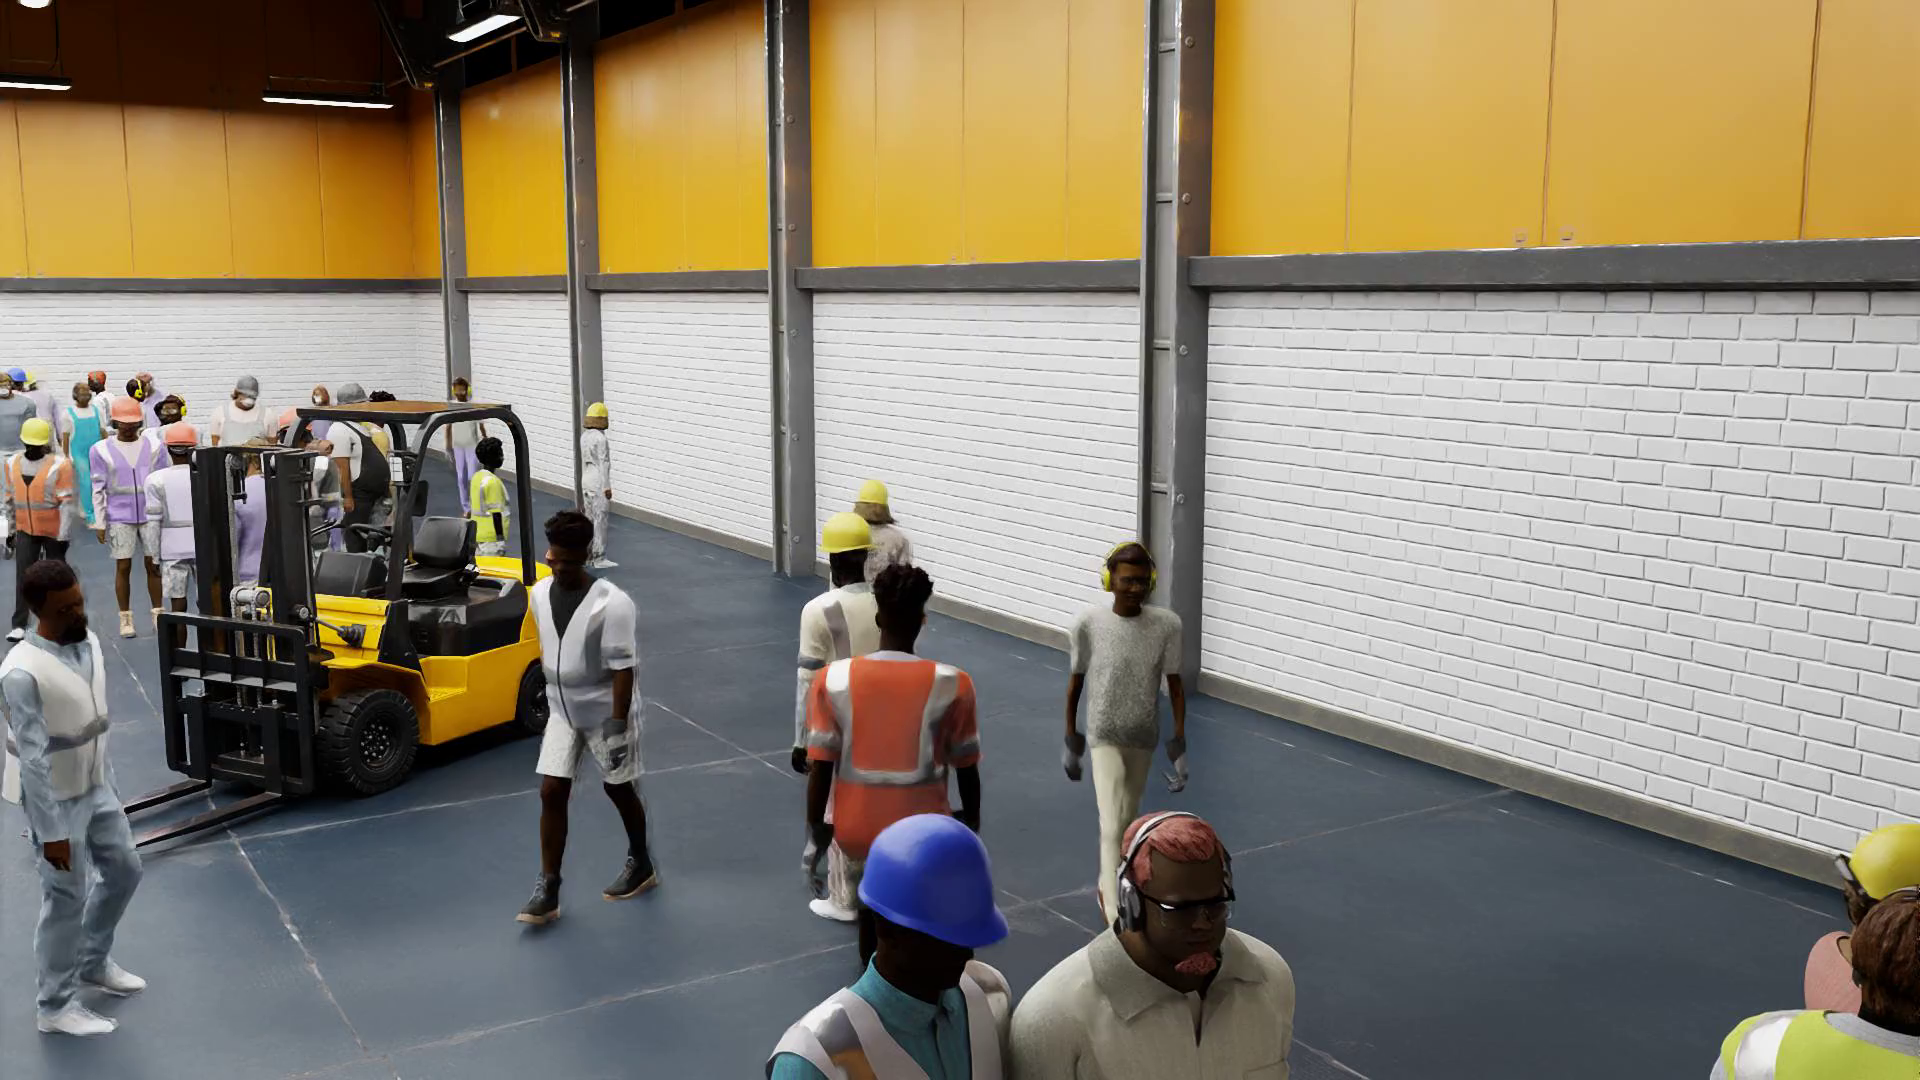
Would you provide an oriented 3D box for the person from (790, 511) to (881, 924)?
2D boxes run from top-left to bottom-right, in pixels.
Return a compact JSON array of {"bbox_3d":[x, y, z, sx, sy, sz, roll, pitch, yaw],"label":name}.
[{"bbox_3d":[-0.468,0.824,7.490,0.593,1.910,0.520,-8,12,-43],"label":"person"}]

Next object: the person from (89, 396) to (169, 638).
[{"bbox_3d":[-6.912,-0.189,13.926,0.611,2.032,0.410,-7,11,-37],"label":"person"}]

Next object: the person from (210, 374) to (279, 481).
[{"bbox_3d":[-7.758,-0.812,18.078,0.704,2.000,0.542,-4,9,-24],"label":"person"}]

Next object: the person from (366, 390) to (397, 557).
[{"bbox_3d":[-5.607,-0.473,16.112,0.387,1.952,0.610,-5,10,-32],"label":"person"}]

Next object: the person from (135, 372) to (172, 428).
[{"bbox_3d":[-10.393,-1.209,21.332,0.632,1.860,0.908,-3,9,-21],"label":"person"}]

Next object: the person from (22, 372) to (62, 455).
[{"bbox_3d":[-12.896,-1.453,23.254,0.405,1.793,0.669,6,10,36],"label":"person"}]

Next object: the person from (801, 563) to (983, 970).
[{"bbox_3d":[-0.231,1.030,6.112,0.627,1.900,1.022,1,9,8],"label":"person"}]

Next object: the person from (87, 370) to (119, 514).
[{"bbox_3d":[-11.194,-1.278,21.770,0.358,1.880,0.576,-1,8,-6],"label":"person"}]

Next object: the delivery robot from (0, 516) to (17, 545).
[{"bbox_3d":[-10.548,-0.113,18.032,0.707,0.478,0.477,-1,8,-4],"label":"delivery robot"}]

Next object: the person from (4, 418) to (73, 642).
[{"bbox_3d":[-7.730,-0.110,13.979,0.651,1.861,0.995,0,8,1],"label":"person"}]

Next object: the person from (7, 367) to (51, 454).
[{"bbox_3d":[-12.078,-1.247,21.375,0.614,1.932,0.475,2,9,15],"label":"person"}]

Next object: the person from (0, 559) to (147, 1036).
[{"bbox_3d":[-3.447,1.000,6.429,0.408,1.884,0.684,0,8,-1],"label":"person"}]

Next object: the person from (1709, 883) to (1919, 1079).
[{"bbox_3d":[1.678,1.520,3.027,0.430,1.843,0.625,-7,11,-38],"label":"person"}]

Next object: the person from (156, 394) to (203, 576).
[{"bbox_3d":[-7.937,-0.558,16.977,0.511,1.862,0.325,1,8,5],"label":"person"}]

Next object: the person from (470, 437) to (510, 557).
[{"bbox_3d":[-3.903,-0.013,13.841,0.320,1.695,0.538,-5,10,-32],"label":"person"}]

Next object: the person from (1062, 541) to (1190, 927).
[{"bbox_3d":[0.731,0.900,7.292,0.504,1.817,0.977,-1,9,-8],"label":"person"}]

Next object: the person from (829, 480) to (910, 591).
[{"bbox_3d":[-0.599,0.469,10.549,0.496,1.700,0.836,-4,9,-25],"label":"person"}]

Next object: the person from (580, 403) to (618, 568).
[{"bbox_3d":[-3.811,-0.576,17.524,0.325,1.737,0.488,-7,11,-39],"label":"person"}]

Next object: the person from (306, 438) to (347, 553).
[{"bbox_3d":[-5.573,-0.069,14.463,0.507,1.621,0.600,6,11,36],"label":"person"}]

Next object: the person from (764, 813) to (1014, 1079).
[{"bbox_3d":[-0.092,1.453,3.134,0.391,1.944,0.603,7,11,39],"label":"person"}]

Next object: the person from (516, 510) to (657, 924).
[{"bbox_3d":[-1.730,0.798,7.625,0.635,1.908,0.941,4,9,26],"label":"person"}]

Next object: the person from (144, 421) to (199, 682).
[{"bbox_3d":[-5.735,0.085,12.371,0.542,1.939,0.362,-4,9,-24],"label":"person"}]

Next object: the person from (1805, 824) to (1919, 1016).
[{"bbox_3d":[1.995,1.469,3.673,0.339,1.755,0.531,2,9,14],"label":"person"}]

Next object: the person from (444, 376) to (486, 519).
[{"bbox_3d":[-6.266,-1.157,21.092,0.515,1.843,0.442,0,8,1],"label":"person"}]

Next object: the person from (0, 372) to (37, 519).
[{"bbox_3d":[-11.562,-1.078,20.257,0.636,1.930,0.372,-5,10,-30],"label":"person"}]

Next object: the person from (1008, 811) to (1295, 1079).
[{"bbox_3d":[0.410,1.454,3.254,0.655,1.906,0.407,-4,9,-27],"label":"person"}]

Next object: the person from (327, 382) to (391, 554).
[{"bbox_3d":[-5.698,-0.478,15.825,0.539,2.000,0.689,-1,8,-5],"label":"person"}]

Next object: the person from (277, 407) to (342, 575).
[{"bbox_3d":[-4.967,0.017,12.541,0.603,2.034,0.416,-2,9,-11],"label":"person"}]

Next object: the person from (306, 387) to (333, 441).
[{"bbox_3d":[-8.858,-1.323,23.037,0.506,1.590,0.858,2,9,10],"label":"person"}]

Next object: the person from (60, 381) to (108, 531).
[{"bbox_3d":[-10.697,-1.040,20.340,0.746,1.816,0.529,7,11,39],"label":"person"}]

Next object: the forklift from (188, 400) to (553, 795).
[{"bbox_3d":[-3.529,0.258,10.348,1.214,2.155,2.313,4,9,25],"label":"forklift"}]
